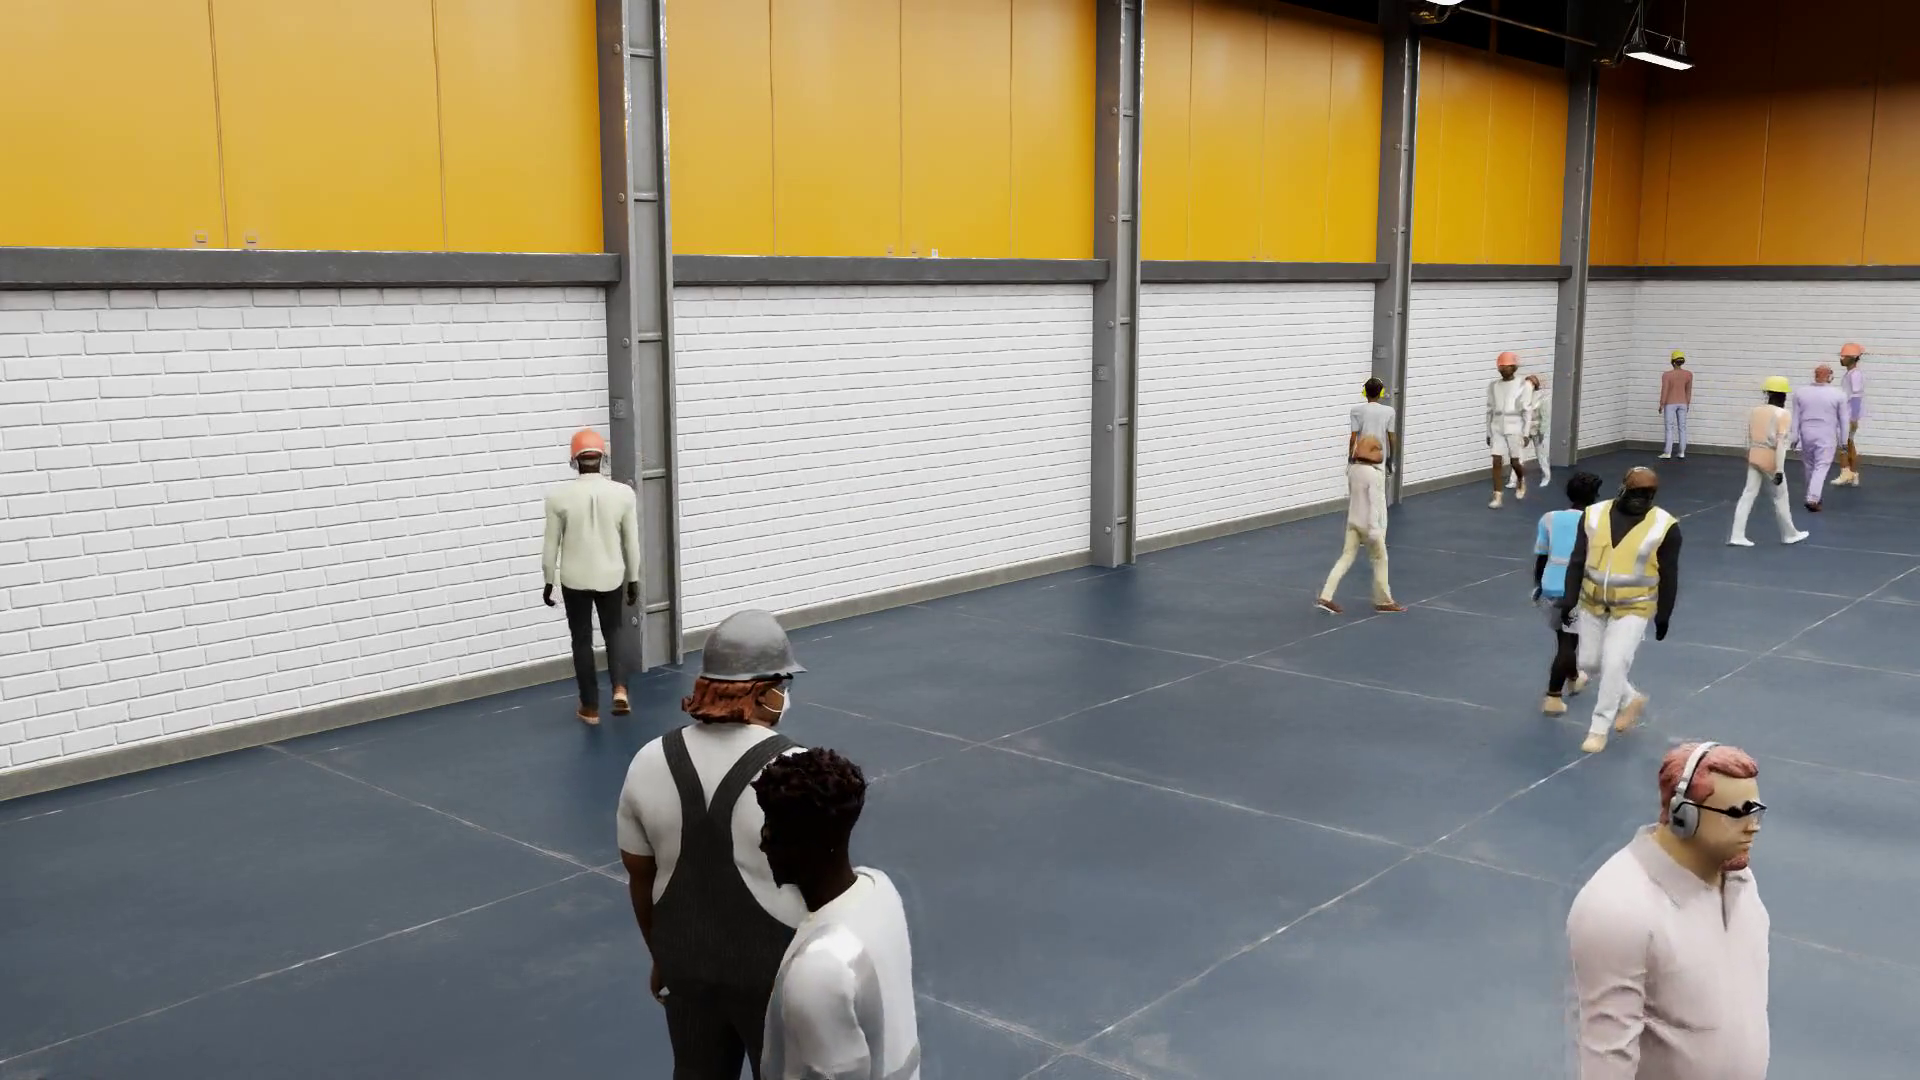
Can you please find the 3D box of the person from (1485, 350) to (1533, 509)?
[{"bbox_3d":[7.049,-1.422,21.335,0.615,2.025,0.717,7,11,37],"label":"person"}]

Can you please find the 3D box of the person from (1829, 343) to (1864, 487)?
[{"bbox_3d":[12.447,-1.747,23.347,0.553,2.027,0.635,4,10,23],"label":"person"}]

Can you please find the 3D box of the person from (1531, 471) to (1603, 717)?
[{"bbox_3d":[4.241,0.346,11.388,0.879,1.644,0.538,-8,12,-40],"label":"person"}]

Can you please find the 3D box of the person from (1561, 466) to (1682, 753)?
[{"bbox_3d":[4.173,0.419,10.472,0.686,1.801,0.652,-9,12,-43],"label":"person"}]

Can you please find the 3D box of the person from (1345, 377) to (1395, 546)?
[{"bbox_3d":[4.515,-0.858,18.284,0.534,1.868,0.309,1,9,4],"label":"person"}]

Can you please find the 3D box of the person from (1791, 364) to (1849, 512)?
[{"bbox_3d":[10.906,-1.303,21.101,0.954,1.866,0.658,-8,12,-41],"label":"person"}]

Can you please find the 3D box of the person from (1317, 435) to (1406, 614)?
[{"bbox_3d":[3.526,-0.134,14.595,0.832,1.593,0.510,-3,10,-19],"label":"person"}]

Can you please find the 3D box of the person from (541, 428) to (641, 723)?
[{"bbox_3d":[-2.439,0.246,10.996,0.626,1.976,0.440,-4,10,-24],"label":"person"}]

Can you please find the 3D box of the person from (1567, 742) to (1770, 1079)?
[{"bbox_3d":[1.703,1.393,4.121,0.643,1.881,0.775,-5,11,-30],"label":"person"}]

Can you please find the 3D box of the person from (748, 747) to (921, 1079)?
[{"bbox_3d":[-0.228,1.410,3.909,1.017,1.924,0.616,2,9,14],"label":"person"}]

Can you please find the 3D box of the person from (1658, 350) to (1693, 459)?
[{"bbox_3d":[11.591,-2.189,26.965,0.522,1.769,0.312,-1,9,-8],"label":"person"}]

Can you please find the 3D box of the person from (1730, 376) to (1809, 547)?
[{"bbox_3d":[8.884,-0.853,18.223,0.977,1.870,0.610,-3,10,-18],"label":"person"}]

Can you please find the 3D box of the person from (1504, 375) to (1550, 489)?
[{"bbox_3d":[8.020,-1.514,23.287,0.884,1.588,0.519,-8,12,-40],"label":"person"}]
